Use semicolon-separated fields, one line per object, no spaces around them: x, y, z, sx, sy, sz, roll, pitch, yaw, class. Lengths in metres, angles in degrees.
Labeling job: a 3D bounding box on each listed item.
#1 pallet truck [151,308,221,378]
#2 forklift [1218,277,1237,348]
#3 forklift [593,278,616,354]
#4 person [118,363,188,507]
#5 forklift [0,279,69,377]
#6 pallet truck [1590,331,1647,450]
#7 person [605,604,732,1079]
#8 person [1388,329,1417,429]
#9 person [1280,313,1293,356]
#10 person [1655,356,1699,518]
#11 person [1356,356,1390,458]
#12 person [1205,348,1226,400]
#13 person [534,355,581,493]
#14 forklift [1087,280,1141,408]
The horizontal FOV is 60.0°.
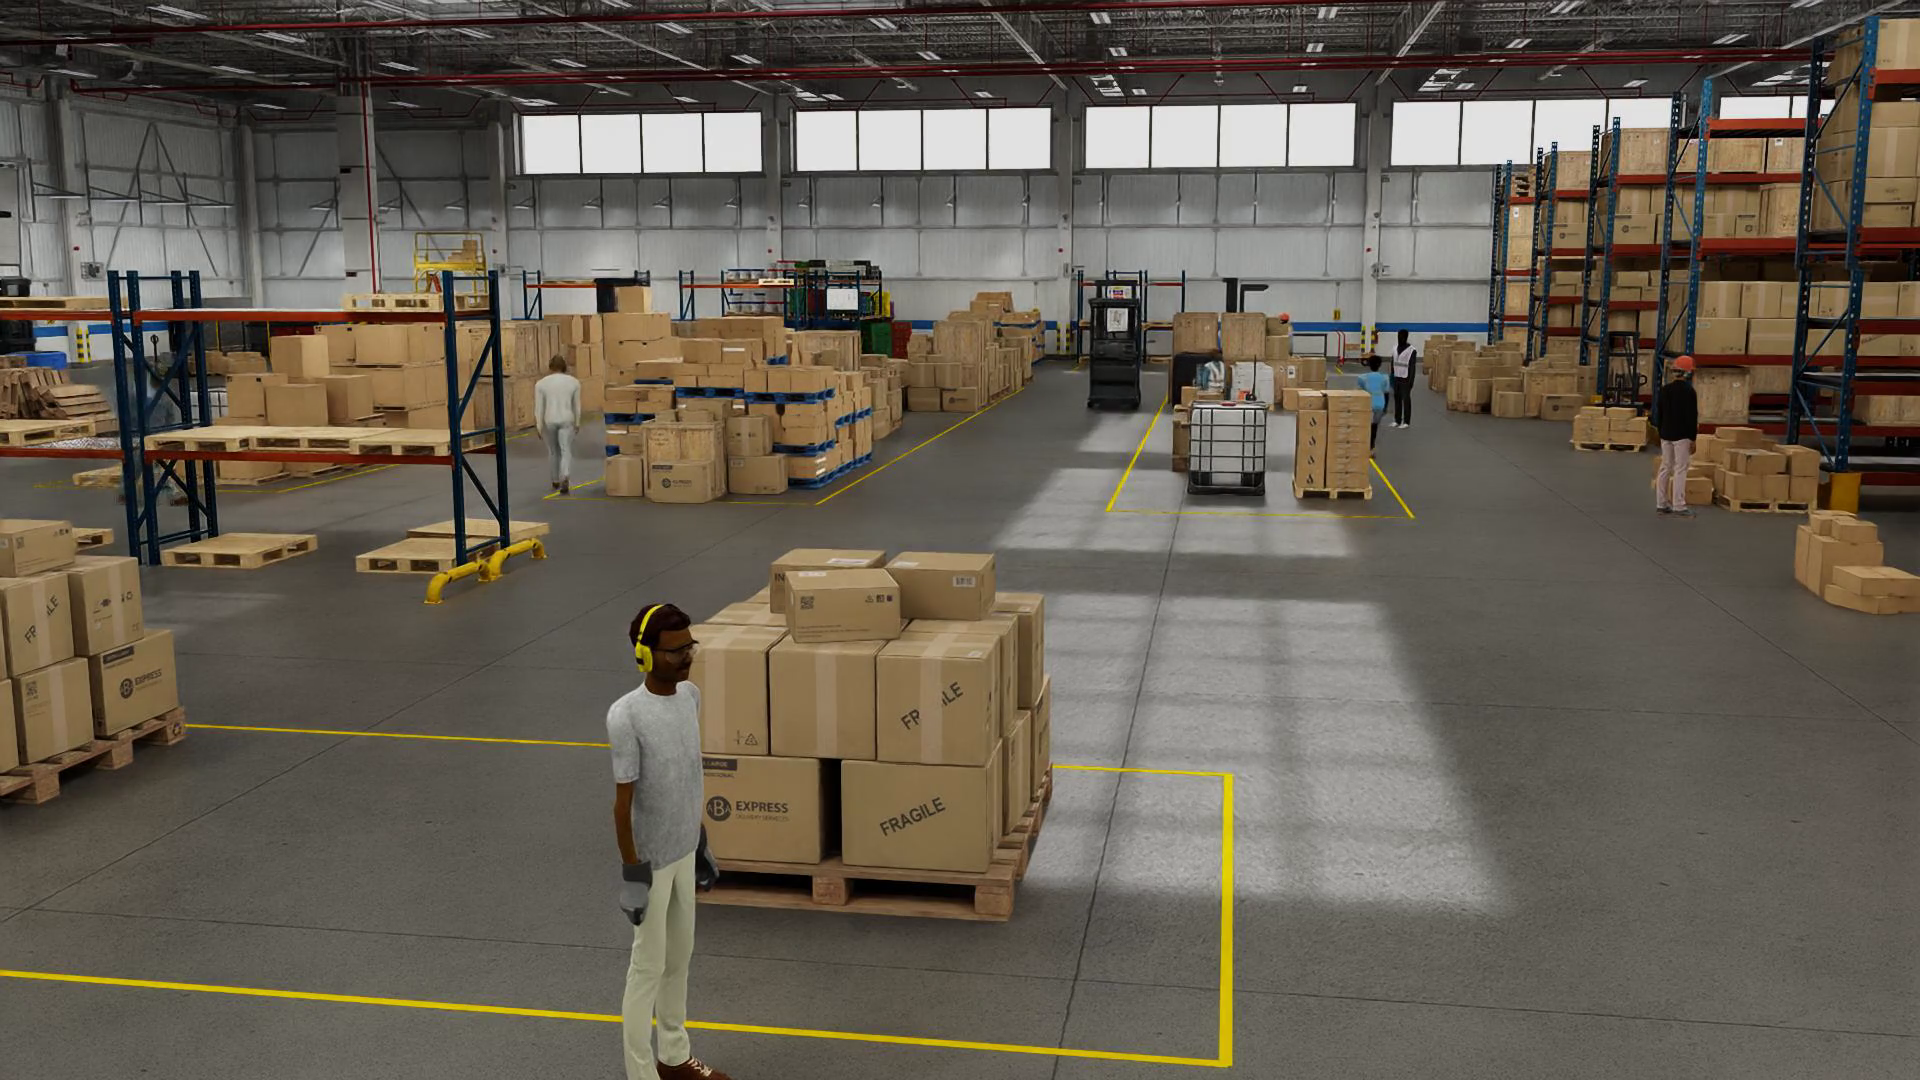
-21.869;-5.598;47.154;0.823;1.965;1.885;4;10;26;pallet truck
7.855;-6.233;48.358;1.873;2.768;1.129;1;9;9;forklift
-9.667;-5.753;45.399;1.873;2.768;1.129;0;9;3;forklift
-10.423;-1.340;21.382;1.100;1.858;0.638;1;9;8;person
-22.375;-4.792;39.470;1.873;2.768;1.129;1;9;9;forklift
11.253;-2.573;28.499;0.823;1.965;1.885;5;10;27;pallet truck
-1.045;1.143;5.976;0.325;1.871;0.521;4;10;22;person
8.537;-3.101;32.034;0.398;1.911;0.587;-5;11;-30;person
8.577;-5.097;44.376;0.555;1.910;0.867;7;12;37;person
8.840;-1.267;20.456;0.387;1.993;0.614;-3;10;-19;person
6.725;-2.172;27.102;0.545;1.653;0.889;-1;9;-4;person
4.657;-2.717;30.515;0.533;1.625;0.412;-7;12;-37;person
-5.498;-1.592;22.801;0.617;1.898;1.007;-2;9;-14;person
3.473;-4.398;37.039;1.129;2.768;1.873;1;9;8;forklift
